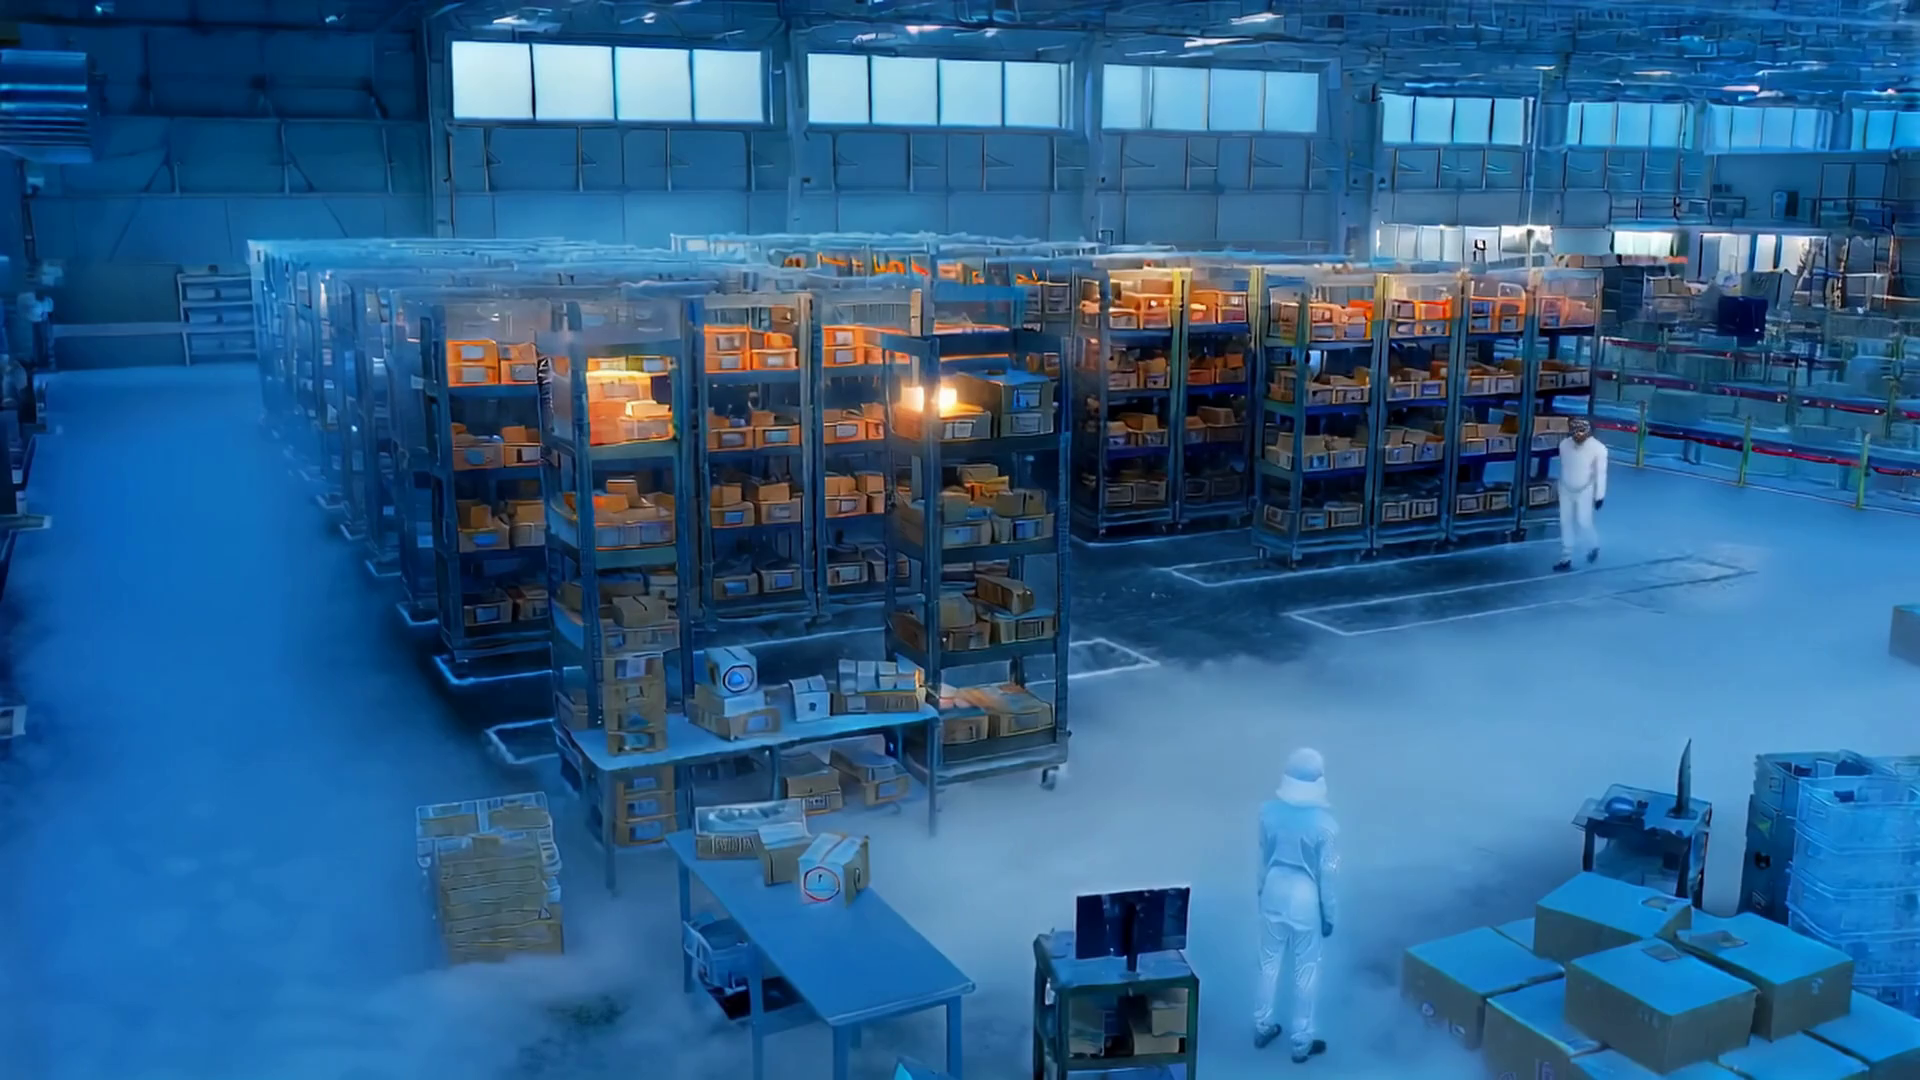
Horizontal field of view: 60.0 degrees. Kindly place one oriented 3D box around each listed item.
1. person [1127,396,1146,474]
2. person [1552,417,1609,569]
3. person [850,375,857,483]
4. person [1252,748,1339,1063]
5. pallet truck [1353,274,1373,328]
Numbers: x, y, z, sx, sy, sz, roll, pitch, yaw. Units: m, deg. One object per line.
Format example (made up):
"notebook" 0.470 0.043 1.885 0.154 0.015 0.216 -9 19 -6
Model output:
"person" 2.815 -1.976 26.865 0.522 1.982 0.638 -7 14 -29
"person" 7.685 -0.593 20.607 0.573 1.894 0.645 -11 16 -42
"person" -1.732 -1.831 26.561 0.563 1.822 0.829 -5 13 -21
"person" 1.825 1.964 9.027 0.480 1.734 0.333 9 15 35
"pallet truck" 13.011 -8.050 55.243 0.823 1.965 1.885 -7 14 -28
